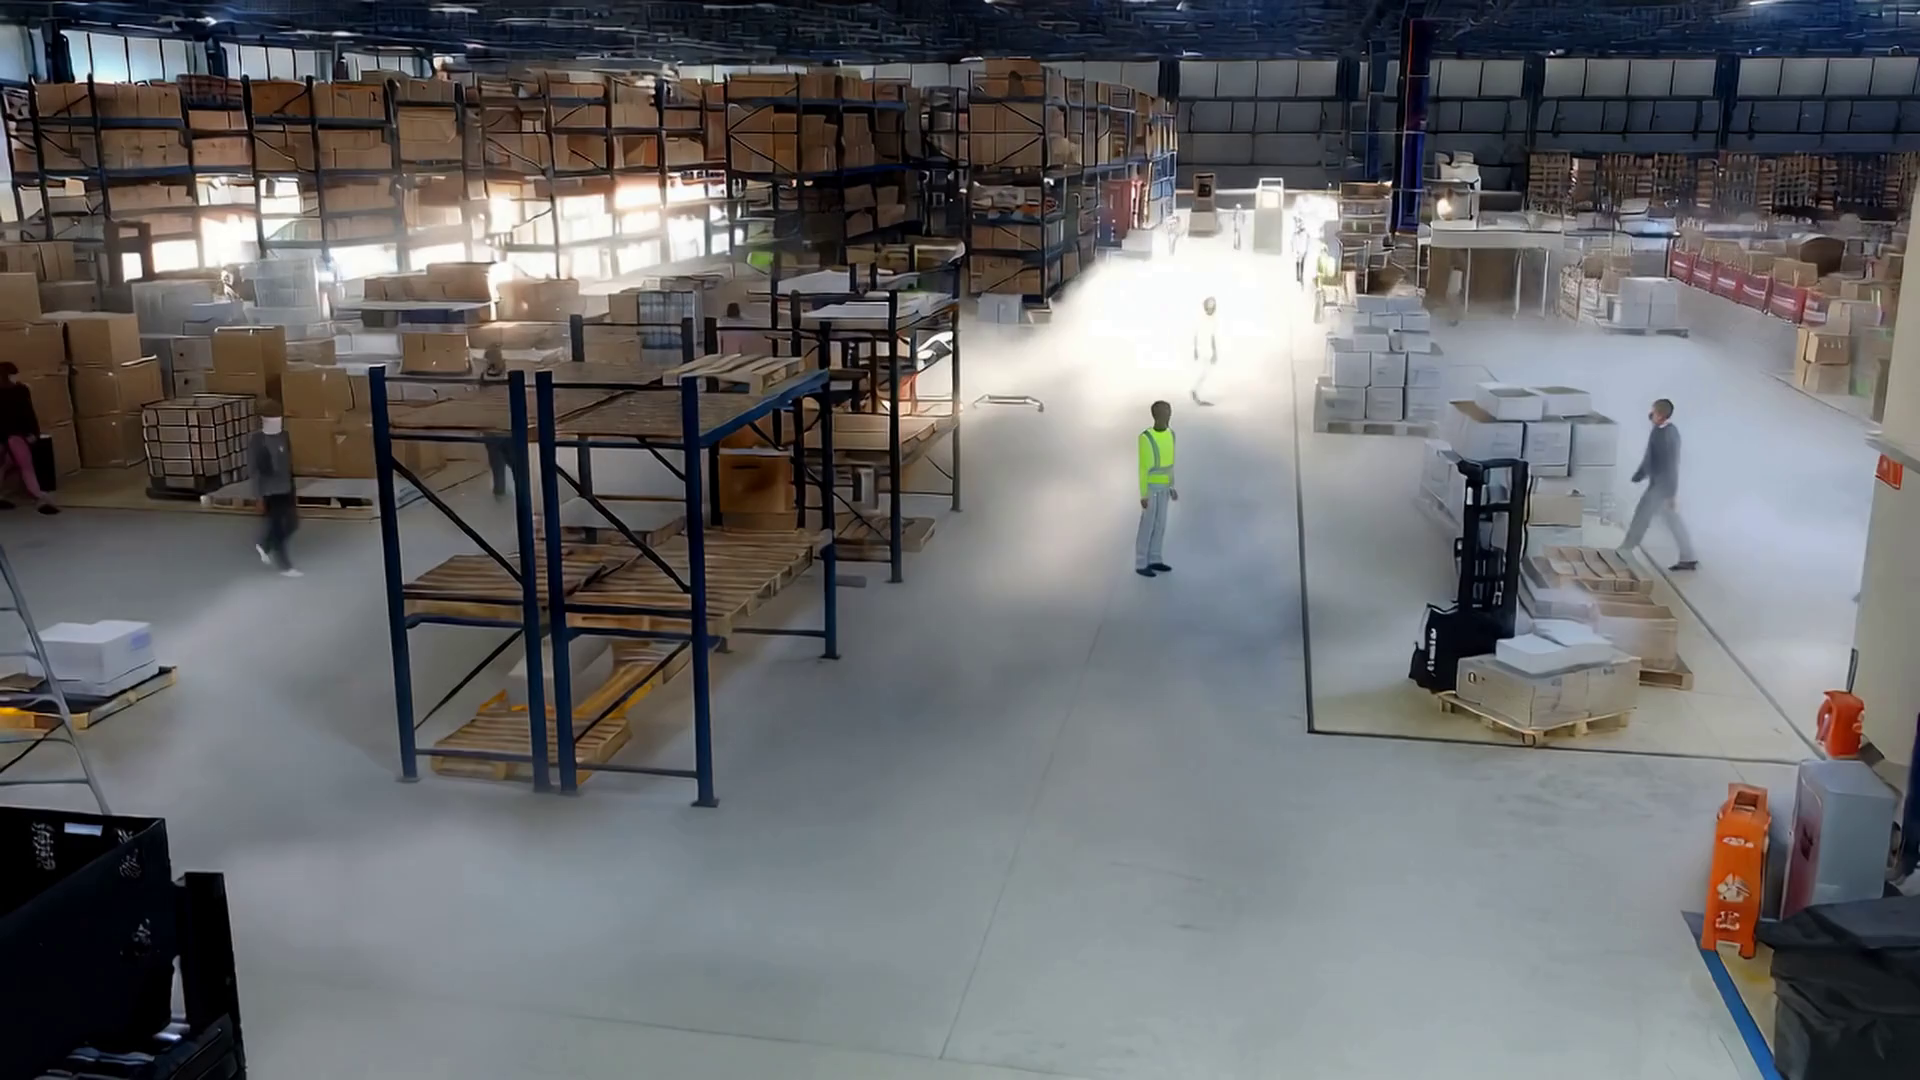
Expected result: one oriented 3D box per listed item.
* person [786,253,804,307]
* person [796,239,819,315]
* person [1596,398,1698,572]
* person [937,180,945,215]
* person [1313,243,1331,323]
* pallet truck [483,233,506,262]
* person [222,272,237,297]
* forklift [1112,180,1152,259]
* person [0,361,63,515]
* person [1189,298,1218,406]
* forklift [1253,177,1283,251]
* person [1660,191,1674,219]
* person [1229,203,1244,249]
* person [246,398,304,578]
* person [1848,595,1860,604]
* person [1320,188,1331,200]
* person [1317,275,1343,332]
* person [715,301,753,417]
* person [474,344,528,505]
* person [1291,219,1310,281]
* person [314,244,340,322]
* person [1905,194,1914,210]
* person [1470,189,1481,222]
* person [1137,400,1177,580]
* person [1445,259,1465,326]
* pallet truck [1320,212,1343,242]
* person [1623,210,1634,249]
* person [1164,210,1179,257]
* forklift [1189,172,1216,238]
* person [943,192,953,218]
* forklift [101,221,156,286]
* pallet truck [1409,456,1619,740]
[{"bbox_3d":[-4.040,-6.177,40.736,0.552,1.688,0.446,8,16,29],"label":"person"},{"bbox_3d":[-3.760,-6.400,41.009,0.609,1.996,0.383,-4,14,-16],"label":"person"},{"bbox_3d":[7.378,-0.566,17.571,1.047,1.889,0.648,4,14,17],"label":"person"},{"bbox_3d":[-0.939,-19.178,93.019,0.694,1.925,0.970,-7,15,-26],"label":"person"},{"bbox_3d":[8.843,-6.285,40.662,0.373,1.934,0.551,3,14,12],"label":"person"},{"bbox_3d":[-11.832,-7.026,43.548,1.885,1.965,0.823,8,16,28],"label":"pallet truck"},{"bbox_3d":[-15.724,-4.951,35.855,0.311,1.642,0.512,-3,14,-13],"label":"person"},{"bbox_3d":[6.082,-11.722,60.796,1.873,2.768,1.129,2,14,9],"label":"forklift"},{"bbox_3d":[-11.542,-1.251,20.339,1.005,1.891,0.644,3,14,10],"label":"person"},{"bbox_3d":[4.187,-3.188,28.262,0.415,1.852,0.546,-7,15,-26],"label":"person"},{"bbox_3d":[12.083,-12.747,64.956,1.129,2.768,1.873,3,14,10],"label":"forklift"},{"bbox_3d":[34.225,-16.036,80.559,0.895,1.800,0.601,1,14,5],"label":"person"},{"bbox_3d":[10.961,-12.457,65.962,0.615,1.815,0.425,3,14,12],"label":"person"},{"bbox_3d":[-7.194,-0.544,17.397,0.537,1.913,0.613,4,14,17],"label":"person"},{"bbox_3d":[9.146,-0.236,16.294,0.847,1.836,0.562,2,14,8],"label":"person"},{"bbox_3d":[17.559,-15.898,79.686,0.980,1.937,0.636,-9,16,-31],"label":"person"},{"bbox_3d":[7.867,-4.823,35.405,0.537,1.602,0.610,0,14,1],"label":"person"},{"bbox_3d":[-3.690,-2.914,27.055,0.627,1.911,0.891,0,14,-2],"label":"person"},{"bbox_3d":[-5.760,-1.449,20.815,0.710,2.000,0.550,2,14,8],"label":"person"},{"bbox_3d":[10.659,-9.076,52.012,0.563,1.928,0.423,3,14,13],"label":"person"},{"bbox_3d":[-15.528,-6.321,40.870,0.587,1.911,0.397,-8,16,-28],"label":"person"},{"bbox_3d":[45.164,-15.693,79.055,0.390,1.841,0.566,3,14,12],"label":"person"},{"bbox_3d":[25.082,-16.152,80.806,0.635,1.905,0.998,-8,16,-29],"label":"person"},{"bbox_3d":[2.061,-0.533,17.419,0.343,1.882,0.578,12,18,40],"label":"person"},{"bbox_3d":[11.868,-5.908,39.766,0.456,1.620,0.525,12,18,41],"label":"person"},{"bbox_3d":[15.874,-13.227,70.310,0.680,1.201,1.601,10,17,35],"label":"pallet truck"},{"bbox_3d":[26.416,-12.372,65.765,0.798,1.732,0.543,0,14,2],"label":"person"},{"bbox_3d":[7.800,-11.318,61.485,0.542,1.734,0.728,2,14,7],"label":"person"},{"bbox_3d":[10.718,-14.752,73.096,1.129,2.768,1.873,2,14,10],"label":"forklift"},{"bbox_3d":[-0.624,-18.111,88.776,0.554,1.898,0.965,3,14,12],"label":"person"},{"bbox_3d":[-16.772,-5.071,33.793,1.129,2.768,1.873,3,14,10],"label":"forklift"},{"bbox_3d":[4.504,0.400,13.395,0.823,1.965,1.885,-6,15,-23],"label":"pallet truck"}]
